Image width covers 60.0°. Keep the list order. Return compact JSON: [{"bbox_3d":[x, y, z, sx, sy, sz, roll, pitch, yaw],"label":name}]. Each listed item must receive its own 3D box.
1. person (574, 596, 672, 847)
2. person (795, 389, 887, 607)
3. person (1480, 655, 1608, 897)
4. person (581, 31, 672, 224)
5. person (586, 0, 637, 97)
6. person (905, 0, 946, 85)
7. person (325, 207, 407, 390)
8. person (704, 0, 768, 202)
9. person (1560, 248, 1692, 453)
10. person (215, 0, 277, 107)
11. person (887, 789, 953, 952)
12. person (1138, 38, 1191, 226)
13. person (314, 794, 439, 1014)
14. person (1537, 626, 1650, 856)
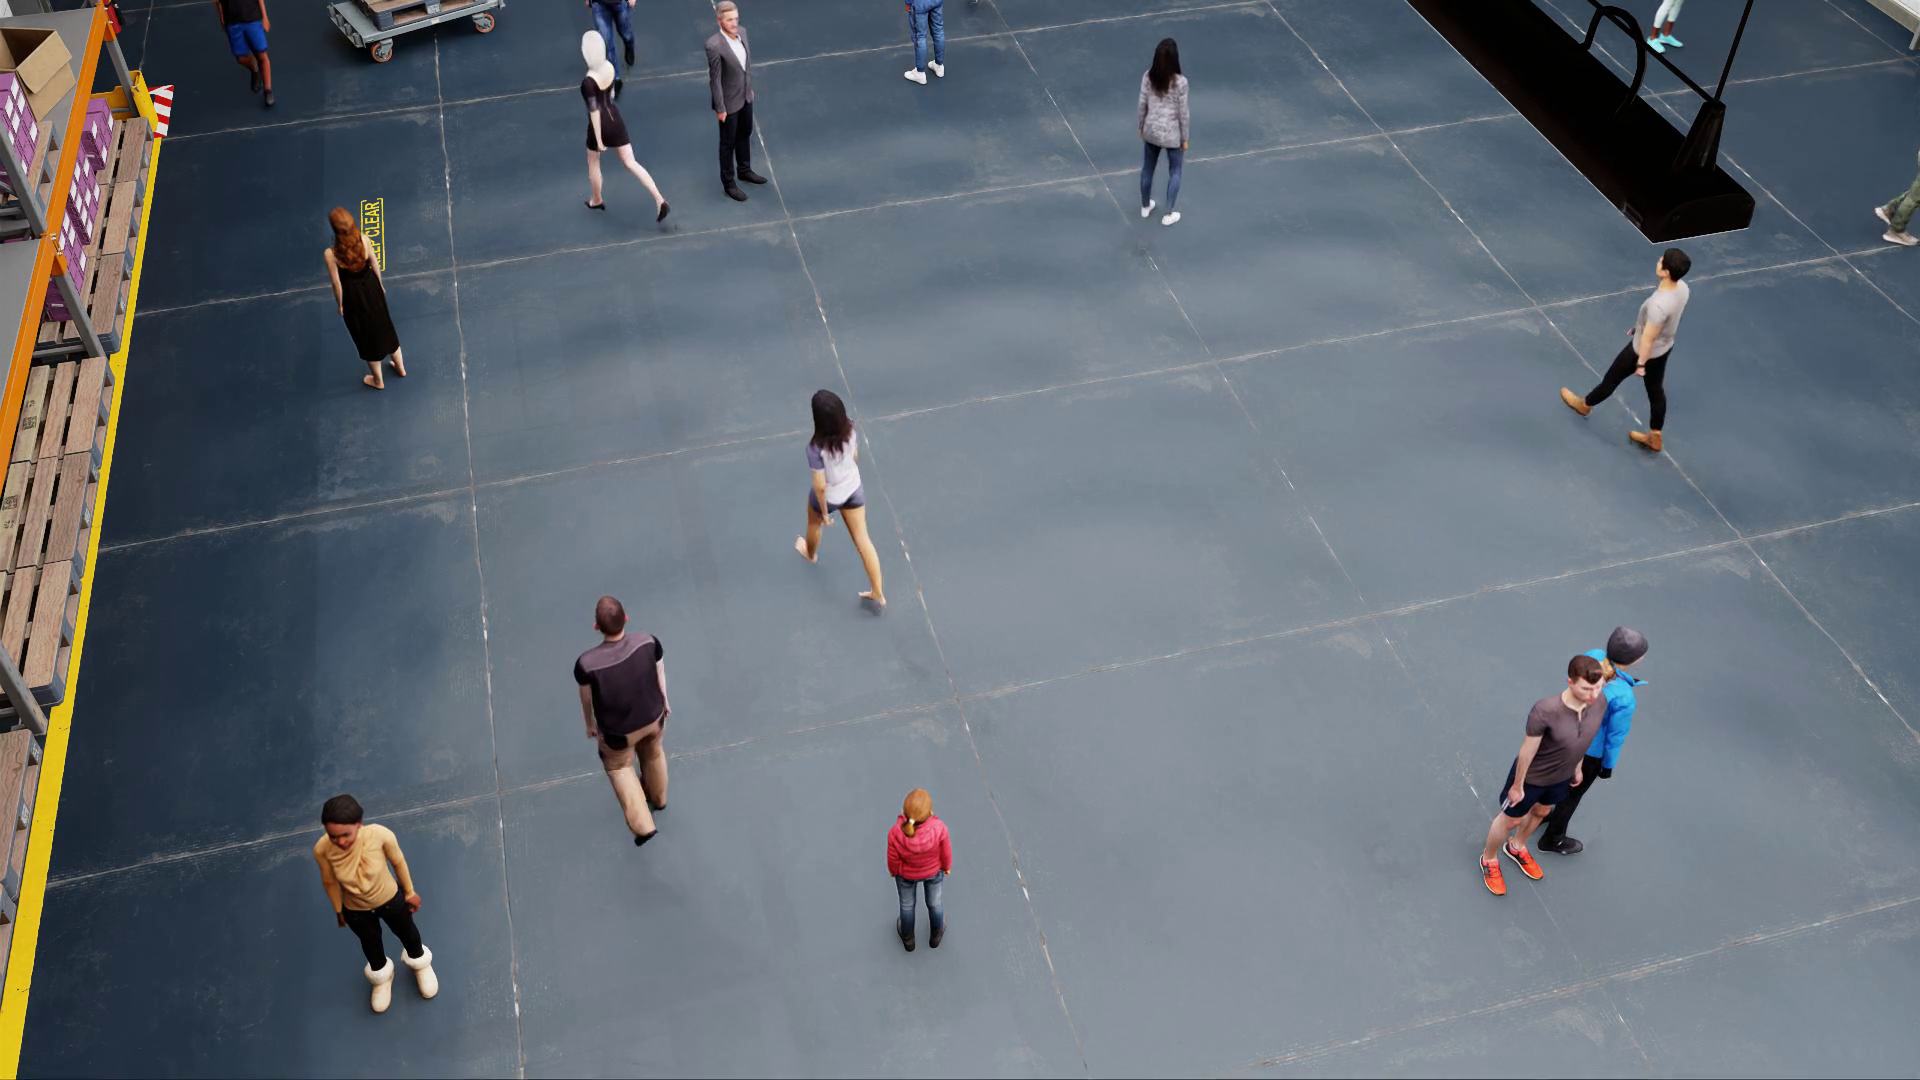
[{"bbox_3d":[-1.893,1.088,9.705,0.799,1.822,0.979,-21,47,-20],"label":"person"},{"bbox_3d":[-0.766,-0.254,11.215,0.925,1.683,1.232,-31,52,-28],"label":"person"},{"bbox_3d":[3.324,1.304,9.456,0.661,1.853,0.566,-14,45,-14],"label":"person"},{"bbox_3d":[-3.004,-3.574,14.624,1.168,1.788,1.124,21,47,21],"label":"person"},{"bbox_3d":[-3.463,-5.421,16.507,0.844,1.865,1.171,-1,44,-1],"label":"person"},{"bbox_3d":[-0.344,-5.448,16.574,0.757,1.811,0.725,-29,51,-27],"label":"person"},{"bbox_3d":[-4.662,-1.892,12.976,0.721,1.625,0.676,32,52,29],"label":"person"},{"bbox_3d":[-2.045,-4.007,15.043,0.852,1.837,0.786,21,47,20],"label":"person"},{"bbox_3d":[5.211,-1.386,12.410,0.903,1.673,1.189,-29,51,-27],"label":"person"},{"bbox_3d":[-7.023,-5.157,16.286,0.599,1.787,0.742,-11,45,-11],"label":"person"},{"bbox_3d":[-0.224,1.845,9.276,0.544,1.318,0.541,-3,44,-4],"label":"person"},{"bbox_3d":[1.765,-3.584,14.675,0.731,1.731,0.788,22,48,21],"label":"person"},{"bbox_3d":[-3.155,1.922,8.948,0.590,1.659,0.539,-11,45,-11],"label":"person"},{"bbox_3d":[3.625,1.159,9.646,0.675,1.800,0.454,-9,44,-10],"label":"person"}]
